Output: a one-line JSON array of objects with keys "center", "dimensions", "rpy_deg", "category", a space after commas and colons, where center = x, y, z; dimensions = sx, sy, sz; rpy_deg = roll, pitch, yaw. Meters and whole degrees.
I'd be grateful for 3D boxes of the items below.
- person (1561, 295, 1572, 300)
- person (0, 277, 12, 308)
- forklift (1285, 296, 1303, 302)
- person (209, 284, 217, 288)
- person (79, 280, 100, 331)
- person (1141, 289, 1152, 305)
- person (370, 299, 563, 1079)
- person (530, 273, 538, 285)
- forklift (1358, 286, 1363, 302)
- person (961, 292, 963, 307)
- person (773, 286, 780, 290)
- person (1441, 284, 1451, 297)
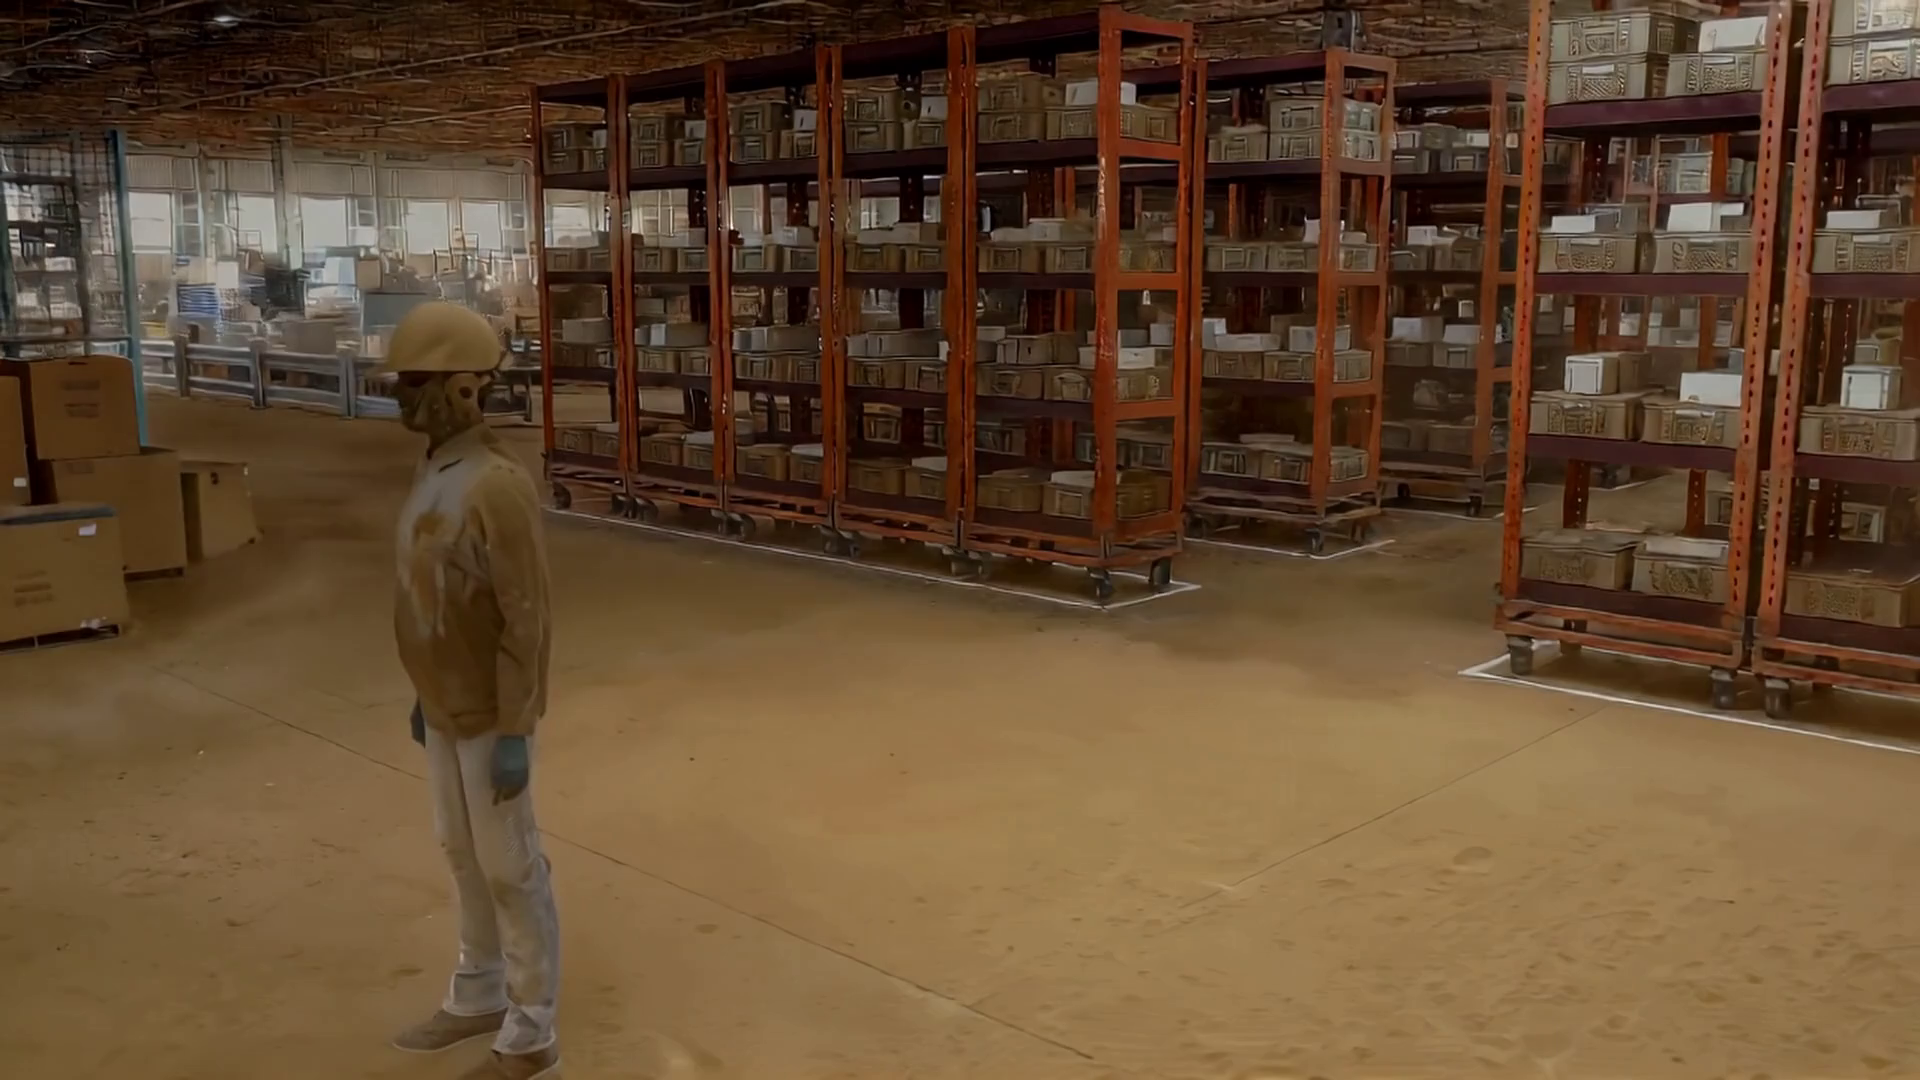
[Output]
[{"center": [12.530, -4.434, 34.335], "dimensions": [0.601, 1.831, 0.404], "rpy_deg": [-7, 12, -38], "category": "person"}, {"center": [-34.126, -8.546, 59.325], "dimensions": [0.648, 1.912, 0.713], "rpy_deg": [-7, 12, -37], "category": "person"}, {"center": [11.544, -8.999, 59.121], "dimensions": [1.873, 2.768, 1.129], "rpy_deg": [9, 13, 43], "category": "forklift"}, {"center": [-35.989, -11.954, 80.530], "dimensions": [0.910, 1.800, 0.649], "rpy_deg": [-3, 10, -19], "category": "person"}, {"center": [-18.768, -4.710, 36.036], "dimensions": [0.835, 1.839, 0.524], "rpy_deg": [-8, 12, -40], "category": "person"}, {"center": [3.836, -4.739, 35.854], "dimensions": [0.615, 1.945, 0.404], "rpy_deg": [1, 9, 7], "category": "person"}, {"center": [-1.229, 0.406, 4.158], "dimensions": [0.383, 1.996, 0.609], "rpy_deg": [-7, 12, -37], "category": "person"}, {"center": [-25.170, -14.866, 98.233], "dimensions": [0.596, 1.848, 0.900], "rpy_deg": [0, 9, 0], "category": "person"}, {"center": [11.100, -7.017, 46.970], "dimensions": [1.873, 2.768, 1.129], "rpy_deg": [9, 13, 43], "category": "forklift"}, {"center": [-0.098, -8.915, 62.275], "dimensions": [0.707, 1.664, 0.551], "rpy_deg": [9, 13, 44], "category": "person"}, {"center": [-8.859, -11.907, 79.931], "dimensions": [0.396, 1.910, 0.589], "rpy_deg": [0, 9, 3], "category": "person"}, {"center": [13.514, -6.319, 46.471], "dimensions": [0.540, 1.649, 0.901], "rpy_deg": [8, 12, 41], "category": "person"}]
